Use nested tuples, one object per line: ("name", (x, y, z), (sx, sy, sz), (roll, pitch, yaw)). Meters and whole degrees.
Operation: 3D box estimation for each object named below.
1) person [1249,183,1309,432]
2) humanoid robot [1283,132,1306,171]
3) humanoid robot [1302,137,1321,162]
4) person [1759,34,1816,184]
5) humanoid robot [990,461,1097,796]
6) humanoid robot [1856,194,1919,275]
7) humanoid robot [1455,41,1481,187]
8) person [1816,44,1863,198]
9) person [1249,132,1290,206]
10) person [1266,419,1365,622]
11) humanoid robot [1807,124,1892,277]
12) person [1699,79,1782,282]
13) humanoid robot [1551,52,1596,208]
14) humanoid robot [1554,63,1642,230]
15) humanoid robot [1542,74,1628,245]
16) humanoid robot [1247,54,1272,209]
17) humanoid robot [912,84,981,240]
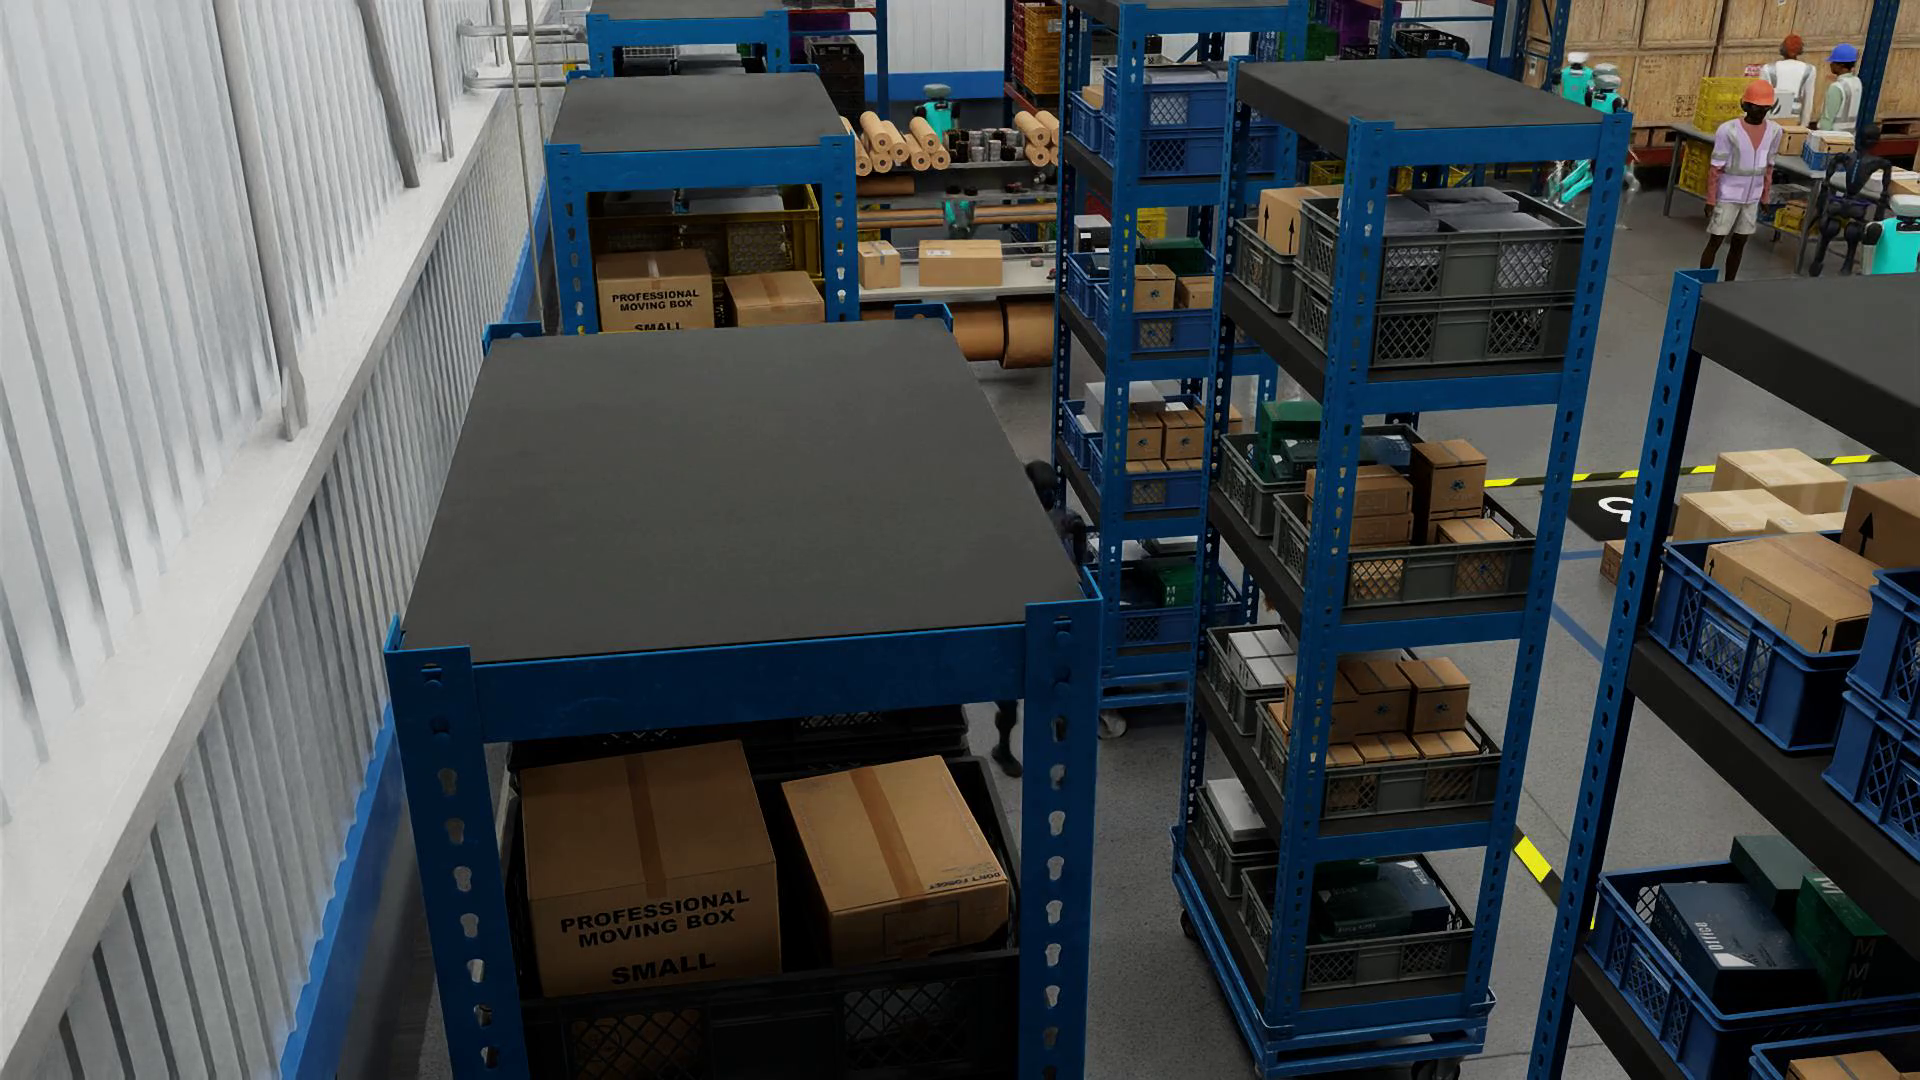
("person", (2.383, -1.670, 12.050), (0.630, 1.840, 0.429), (-8, 26, -17))
("humanoid robot", (3.626, -4.415, 18.213), (0.334, 1.647, 0.589), (-5, 25, -11))
("humanoid robot", (3.951, -4.545, 18.488), (0.400, 1.648, 0.589), (5, 25, 10))
("person", (9.145, -4.679, 18.580), (0.582, 1.860, 0.542), (5, 25, 11))
("humanoid robot", (0.364, 0.428, 7.694), (0.588, 1.637, 0.656), (-12, 27, -25))
("humanoid robot", (6.638, -1.543, 11.735), (0.533, 1.677, 0.735), (0, 25, 0))
("humanoid robot", (5.762, -4.953, 19.364), (0.599, 1.655, 0.315), (9, 26, 19))
("person", (9.150, -4.208, 17.470), (0.622, 1.930, 0.436), (-21, 32, -38))
("person", (3.496, -4.557, 18.332), (0.589, 1.833, 0.404), (10, 26, 20))
("person", (1.752, 0.200, 7.975), (0.589, 1.848, 0.403), (-1, 25, -2))
("humanoid robot", (7.969, -2.915, 14.973), (0.609, 1.629, 0.490), (20, 31, 36))
("person", (6.957, -3.065, 14.840), (0.613, 2.042, 0.370), (-3, 25, -7))
("humanoid robot", (6.749, -4.508, 18.377), (0.536, 1.796, 0.762), (10, 27, 21))
("humanoid robot", (6.876, -4.062, 17.463), (0.957, 1.787, 0.581), (19, 31, 35))
("humanoid robot", (6.146, -3.759, 16.594), (0.737, 1.688, 0.531), (-8, 26, -18))
("humanoid robot", (3.256, -4.428, 18.198), (0.665, 1.835, 0.538), (-3, 25, -7))
("humanoid robot", (-0.057, -3.454, 16.088), (0.535, 1.788, 0.812), (-18, 30, -34))
